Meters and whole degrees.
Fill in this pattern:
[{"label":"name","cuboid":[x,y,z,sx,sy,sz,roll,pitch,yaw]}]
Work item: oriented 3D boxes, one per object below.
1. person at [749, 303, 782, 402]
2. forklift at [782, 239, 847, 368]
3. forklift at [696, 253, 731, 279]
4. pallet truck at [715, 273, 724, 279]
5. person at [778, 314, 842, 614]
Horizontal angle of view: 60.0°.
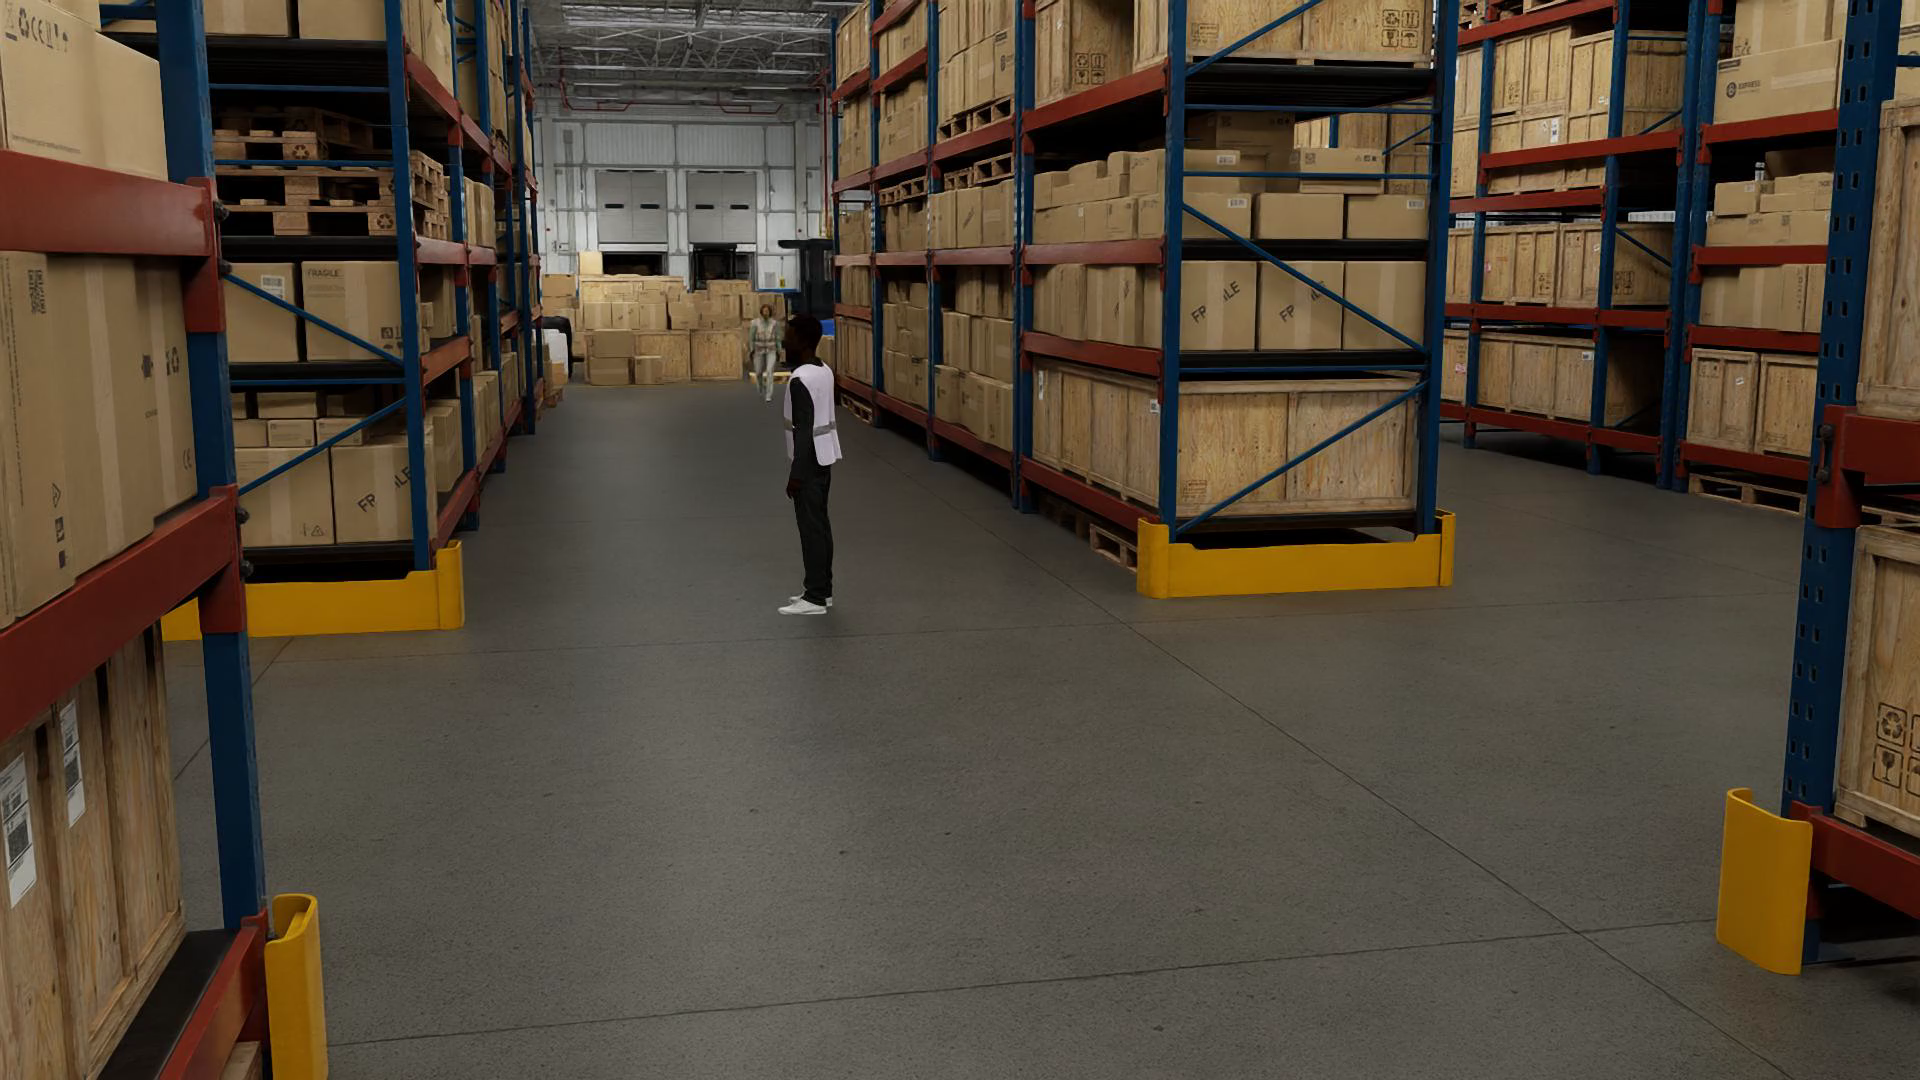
[{"label":"person","cuboid":[-3.217,-3.105,27.546,0.540,1.622,0.446,-1,9,-5]},{"label":"forklift","cuboid":[-2.797,-5.110,35.969,1.873,2.768,1.129,7,12,37]},{"label":"forklift","cuboid":[-6.403,-6.321,43.352,1.129,2.768,1.873,-2,10,-12]},{"label":"pallet truck","cuboid":[-8.580,-8.986,62.280,1.885,1.965,0.823,1,9,5]},{"label":"person","cuboid":[-0.964,-0.480,10.671,0.392,1.922,0.592,1,9,7]}]
